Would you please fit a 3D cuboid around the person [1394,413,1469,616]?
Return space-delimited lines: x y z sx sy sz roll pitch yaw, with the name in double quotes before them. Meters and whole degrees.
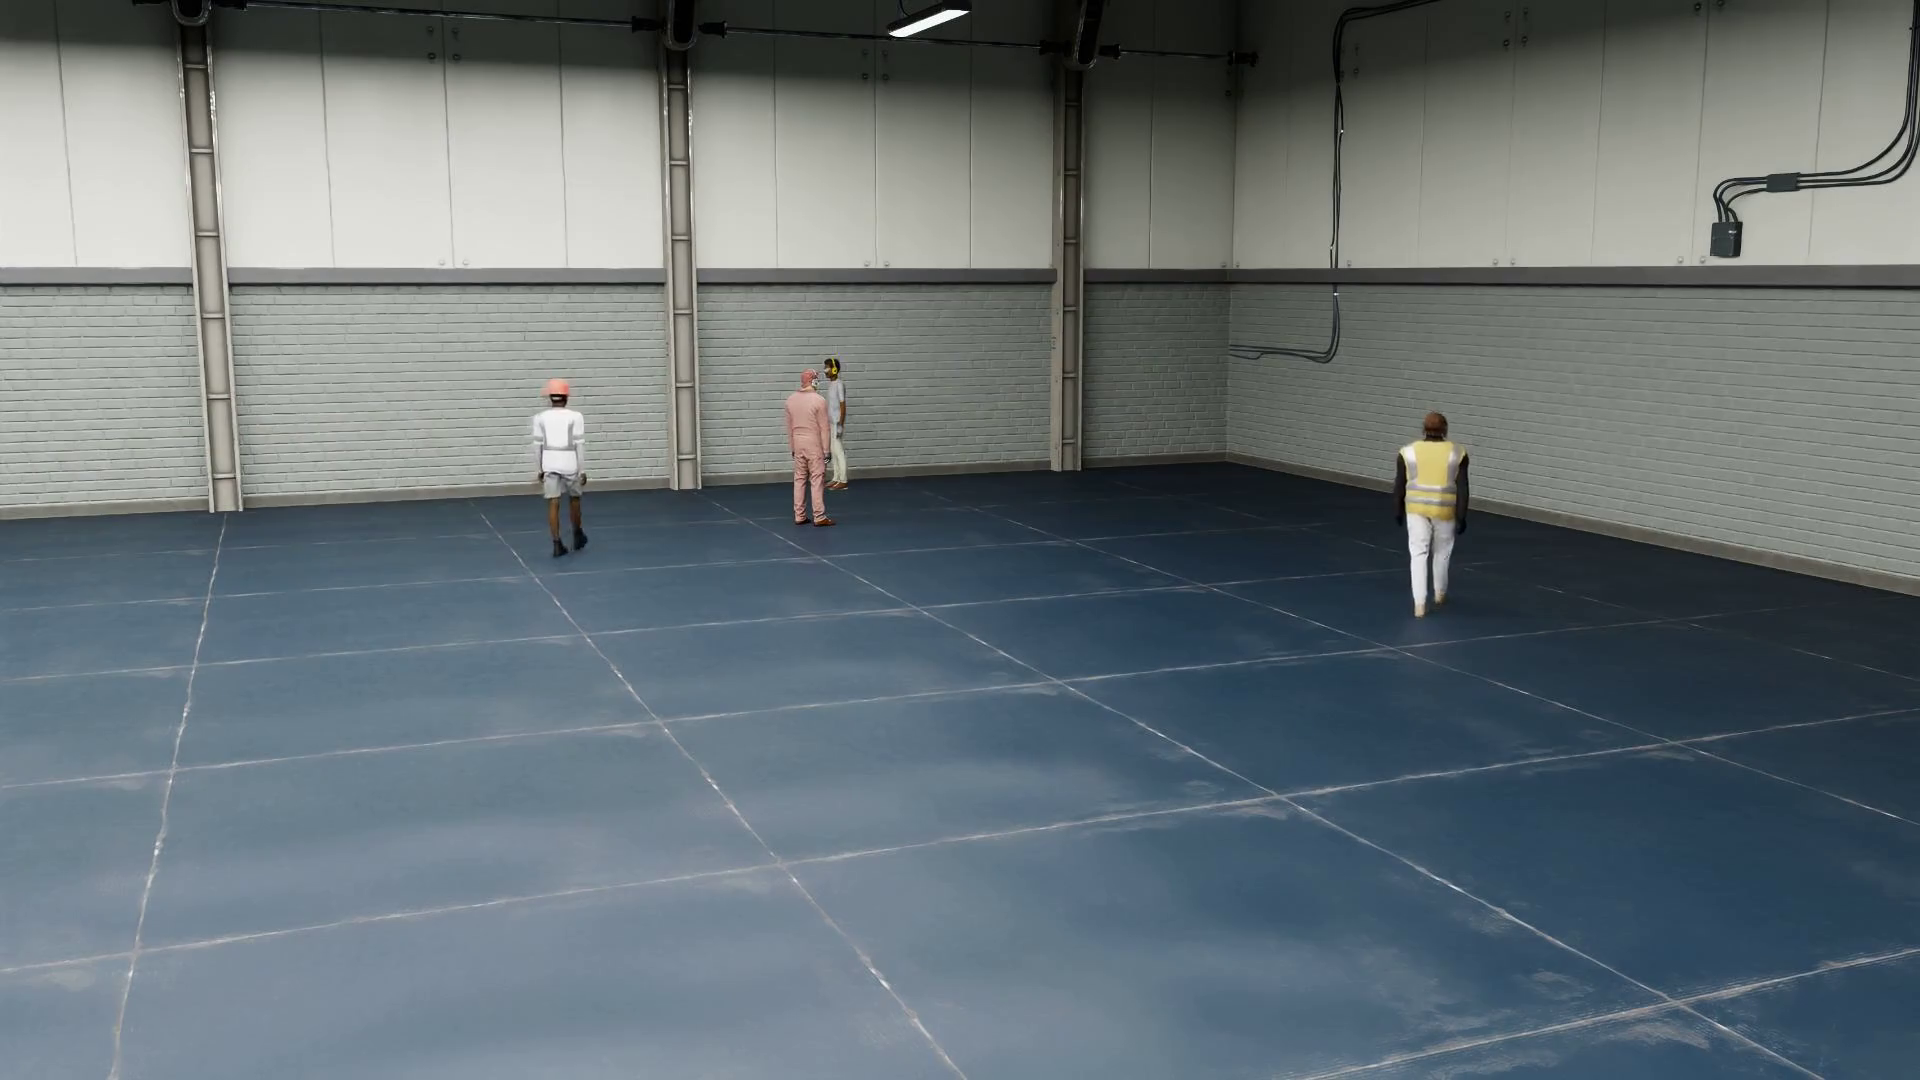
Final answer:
"person" 4.270 -0.256 15.082 0.657 1.791 0.941 3 10 18

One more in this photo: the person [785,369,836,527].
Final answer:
"person" -1.799 -1.113 20.136 0.642 1.906 0.410 6 11 34

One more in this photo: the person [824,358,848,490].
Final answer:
"person" -1.772 -1.640 23.565 0.309 1.864 0.534 -4 10 -21

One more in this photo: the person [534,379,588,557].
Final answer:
"person" -4.337 -0.806 18.200 0.575 1.900 0.902 0 9 0
